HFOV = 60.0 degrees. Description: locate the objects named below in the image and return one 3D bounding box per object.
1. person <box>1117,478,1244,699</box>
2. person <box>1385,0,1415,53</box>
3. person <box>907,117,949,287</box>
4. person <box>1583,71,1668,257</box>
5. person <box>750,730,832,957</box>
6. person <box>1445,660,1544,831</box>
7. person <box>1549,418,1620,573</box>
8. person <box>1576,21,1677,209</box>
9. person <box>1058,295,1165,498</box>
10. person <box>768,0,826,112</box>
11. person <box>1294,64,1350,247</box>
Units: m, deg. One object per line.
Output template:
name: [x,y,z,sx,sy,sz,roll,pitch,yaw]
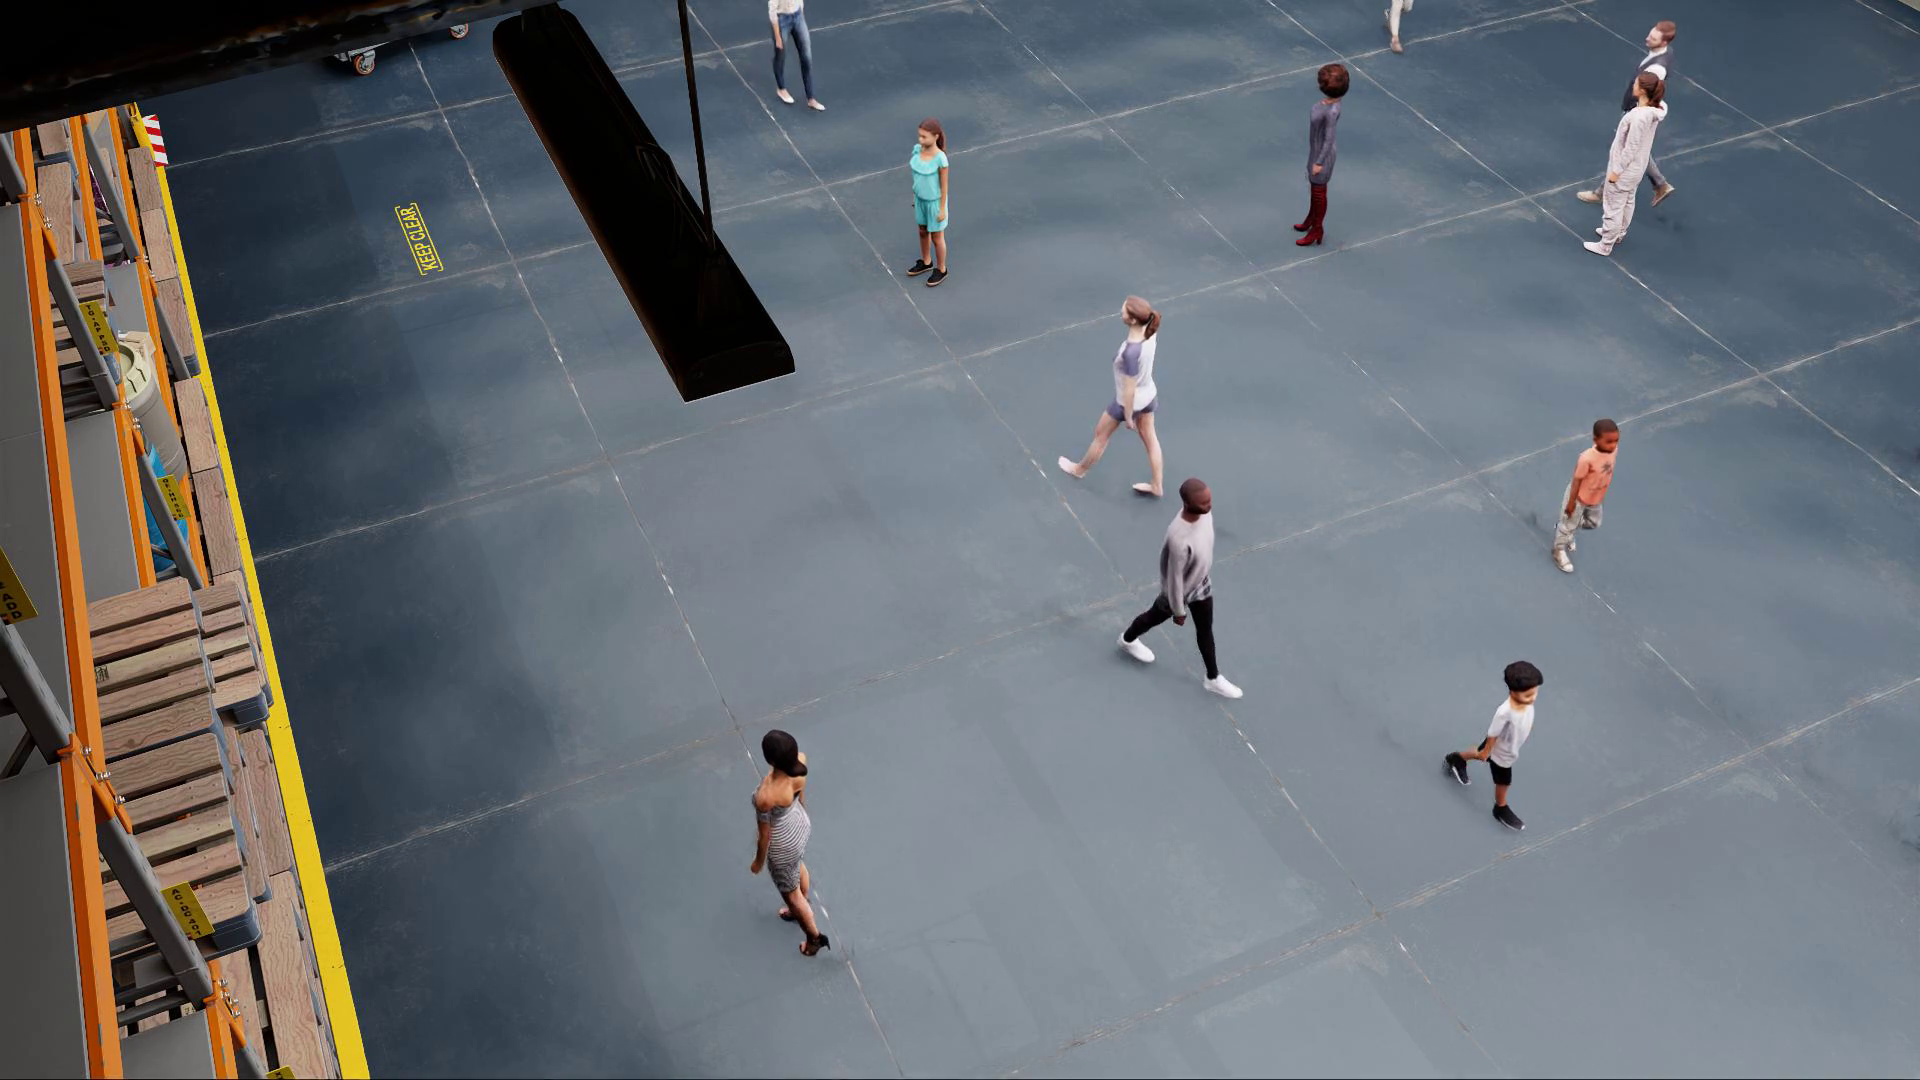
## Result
person: [1.358,0.265,10.789,1.269,1.726,1.028,26,49,25]
person: [4.660,-5.941,17.478,0.670,1.486,0.885,-10,44,-10]
person: [-0.254,-2.913,14.247,0.676,1.558,0.566,-34,53,-31]
person: [5.864,-3.290,14.547,0.713,1.691,0.722,30,51,28]
person: [-0.926,1.695,9.220,0.805,1.820,0.748,16,46,16]
person: [3.289,1.177,10.181,0.632,1.246,0.916,-30,51,-28]
person: [4.387,-0.371,11.763,0.508,1.305,0.585,-14,45,-14]
person: [6.156,-3.763,14.885,1.176,1.909,1.066,23,48,23]
person: [1.344,-0.989,12.105,1.133,1.727,0.936,25,49,24]
person: [-1.754,-5.128,16.465,0.715,1.706,0.962,-27,50,-26]
person: [3.190,-3.394,14.640,0.719,1.712,0.610,5,44,5]
